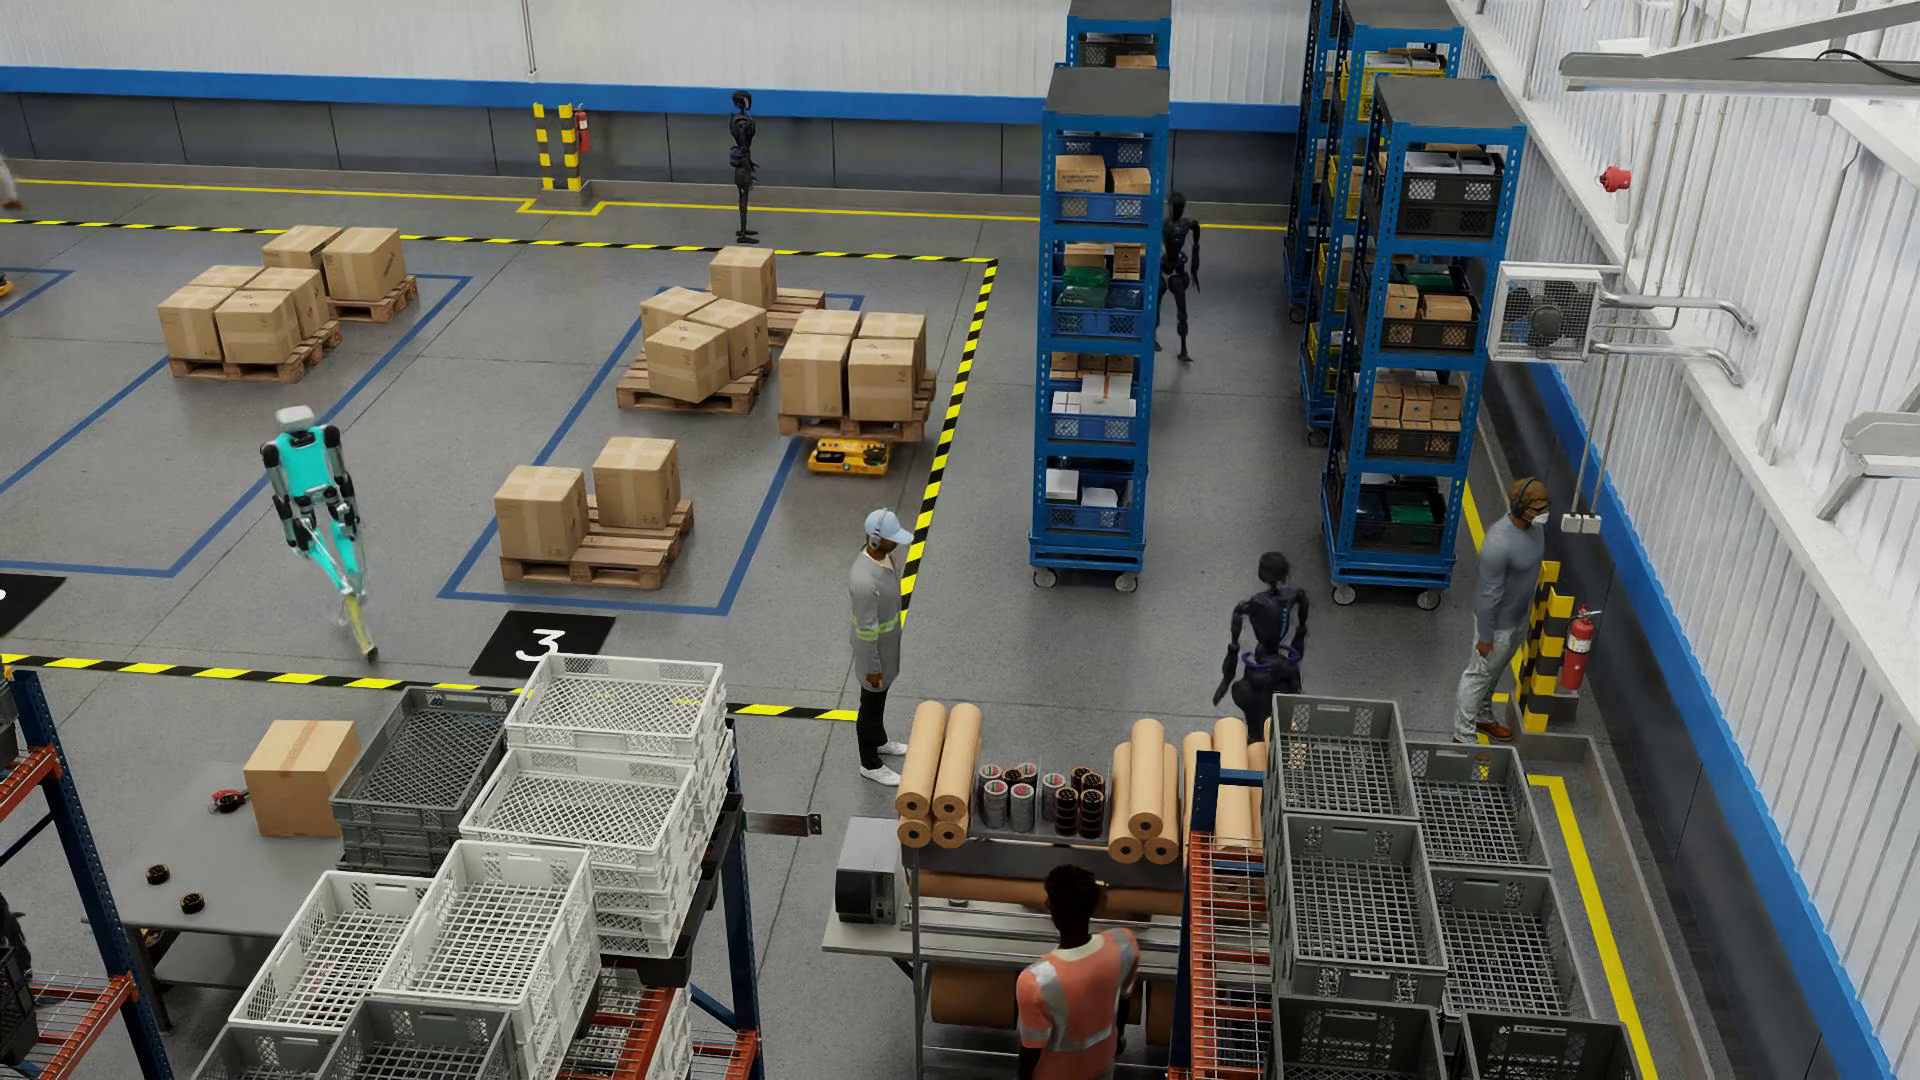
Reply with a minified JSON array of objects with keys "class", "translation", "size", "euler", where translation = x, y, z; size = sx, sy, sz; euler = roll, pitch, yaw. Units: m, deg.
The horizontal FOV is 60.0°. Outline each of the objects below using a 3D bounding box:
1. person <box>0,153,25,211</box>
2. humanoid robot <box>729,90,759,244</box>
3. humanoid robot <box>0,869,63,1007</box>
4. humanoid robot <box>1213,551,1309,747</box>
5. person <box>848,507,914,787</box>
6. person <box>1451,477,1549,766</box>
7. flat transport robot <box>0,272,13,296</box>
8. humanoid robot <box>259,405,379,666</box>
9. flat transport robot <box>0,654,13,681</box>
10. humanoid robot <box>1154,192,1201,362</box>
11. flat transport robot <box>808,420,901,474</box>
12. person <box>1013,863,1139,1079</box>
[{"class":"person","translation":[-11.451,-4.706,19.211],"size":[1.016,1.820,0.570],"euler":[13,33,22]},{"class":"humanoid robot","translation":[-2.377,-4.135,18.364],"size":[0.315,1.655,0.599],"euler":[-2,30,-4]},{"class":"humanoid robot","translation":[-4.920,1.773,8.259],"size":[0.589,1.670,0.470],"euler":[24,38,35]},{"class":"humanoid robot","translation":[1.798,0.785,9.954],"size":[0.586,1.629,0.726],"euler":[-13,33,-21]},{"class":"person","translation":[-0.462,0.626,10.030],"size":[0.393,1.848,0.586],"euler":[5,31,8]},{"class":"person","translation":[3.330,0.474,10.199],"size":[0.359,1.938,0.635],"euler":[22,37,33]},{"class":"flat transport robot","translation":[-10.614,-2.582,17.081],"size":[1.431,0.197,0.652],"euler":[3,30,6]},{"class":"humanoid robot","translation":[-4.176,0.025,11.223],"size":[0.532,1.778,1.015],"euler":[-25,38,-36]},{"class":"flat transport robot","translation":[-7.142,0.969,11.010],"size":[1.431,0.231,0.659],"euler":[3,30,6]},{"class":"humanoid robot","translation":[1.969,-2.464,15.533],"size":[0.616,1.624,0.724],"euler":[-7,31,-12]},{"class":"flat transport robot","translation":[-0.862,-0.996,14.357],"size":[0.652,0.197,1.431],"euler":[3,30,6]},{"class":"person","translation":[0.473,2.207,7.197],"size":[0.612,1.962,0.361],"euler":[-19,35,-29]}]
